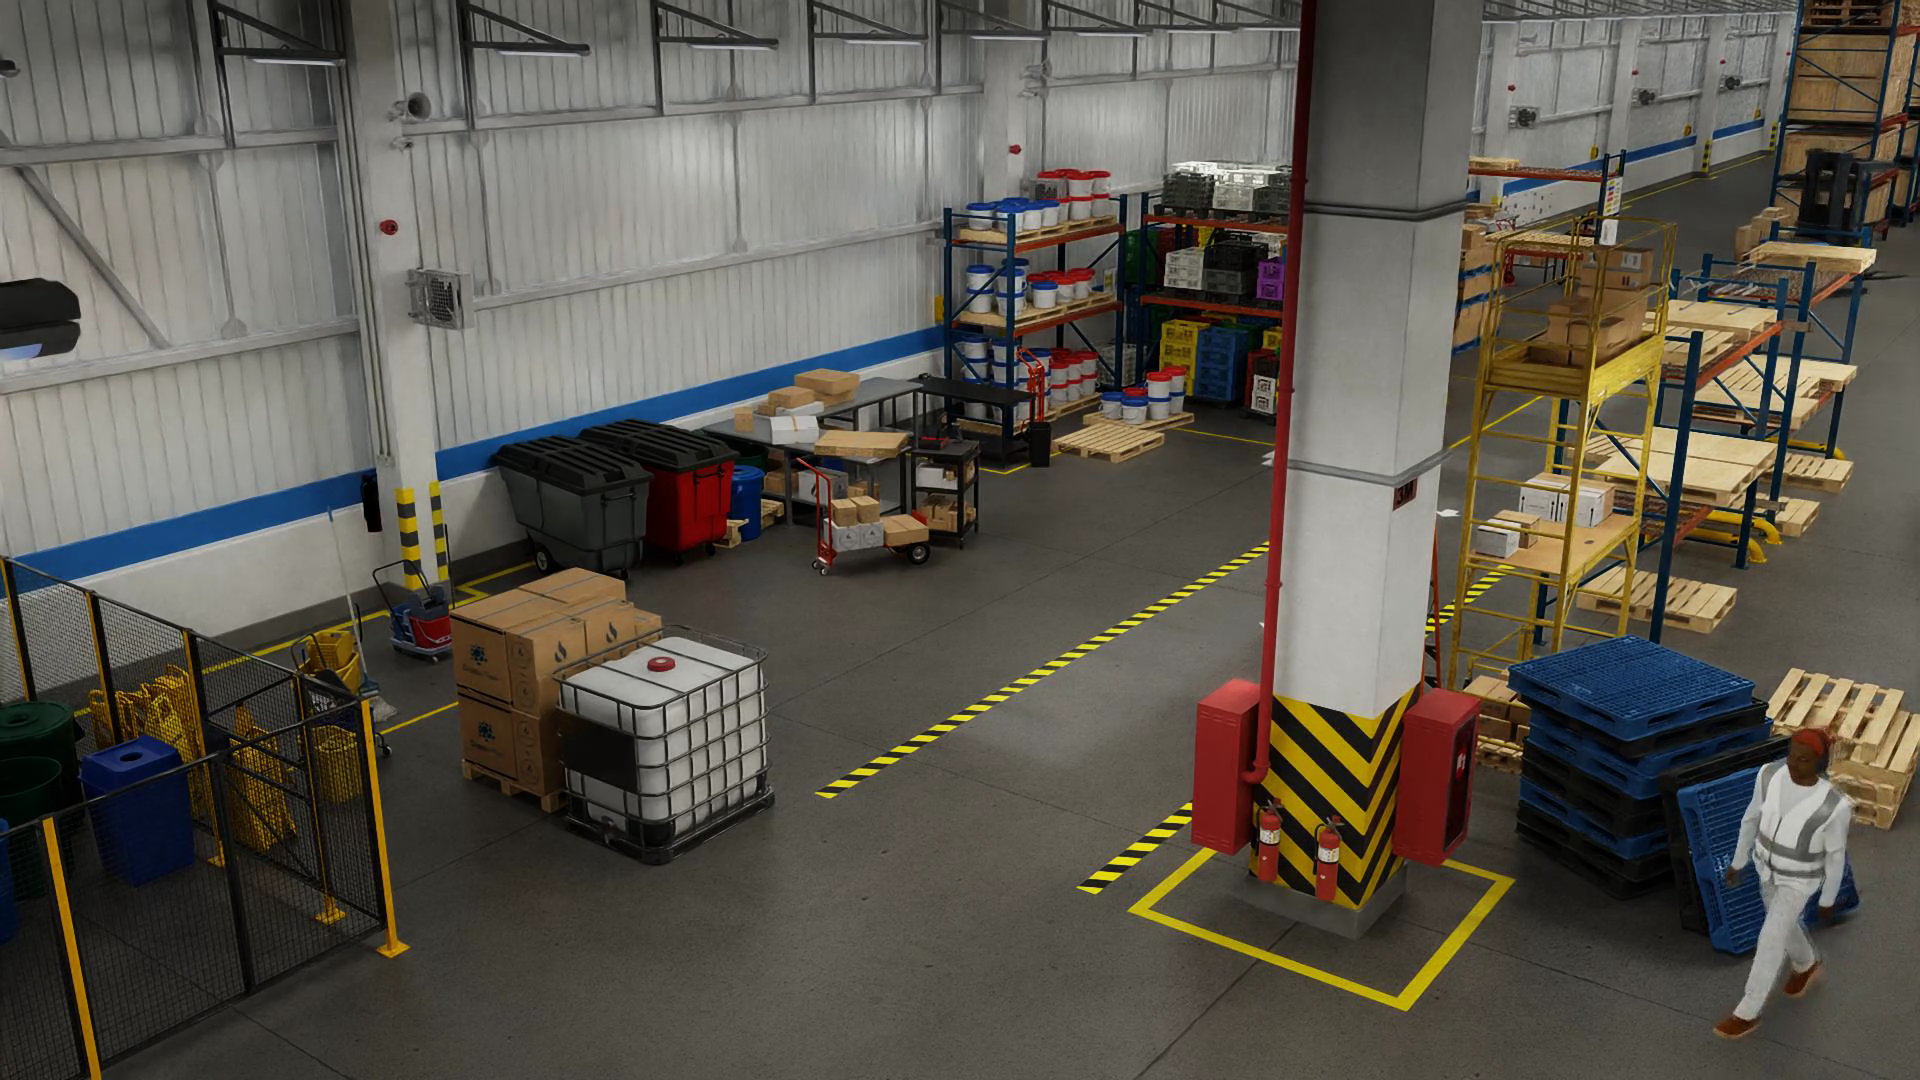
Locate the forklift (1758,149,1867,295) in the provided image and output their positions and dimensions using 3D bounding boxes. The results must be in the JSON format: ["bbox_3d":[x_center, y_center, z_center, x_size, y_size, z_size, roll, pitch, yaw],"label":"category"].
[{"bbox_3d":[16.921,-6.269,32.807,1.873,2.768,1.129,-5,19,-14],"label":"forklift"}]

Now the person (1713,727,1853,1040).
[{"bbox_3d":[4.757,1.892,9.478,0.964,1.848,0.568,-8,20,-23],"label":"person"}]
